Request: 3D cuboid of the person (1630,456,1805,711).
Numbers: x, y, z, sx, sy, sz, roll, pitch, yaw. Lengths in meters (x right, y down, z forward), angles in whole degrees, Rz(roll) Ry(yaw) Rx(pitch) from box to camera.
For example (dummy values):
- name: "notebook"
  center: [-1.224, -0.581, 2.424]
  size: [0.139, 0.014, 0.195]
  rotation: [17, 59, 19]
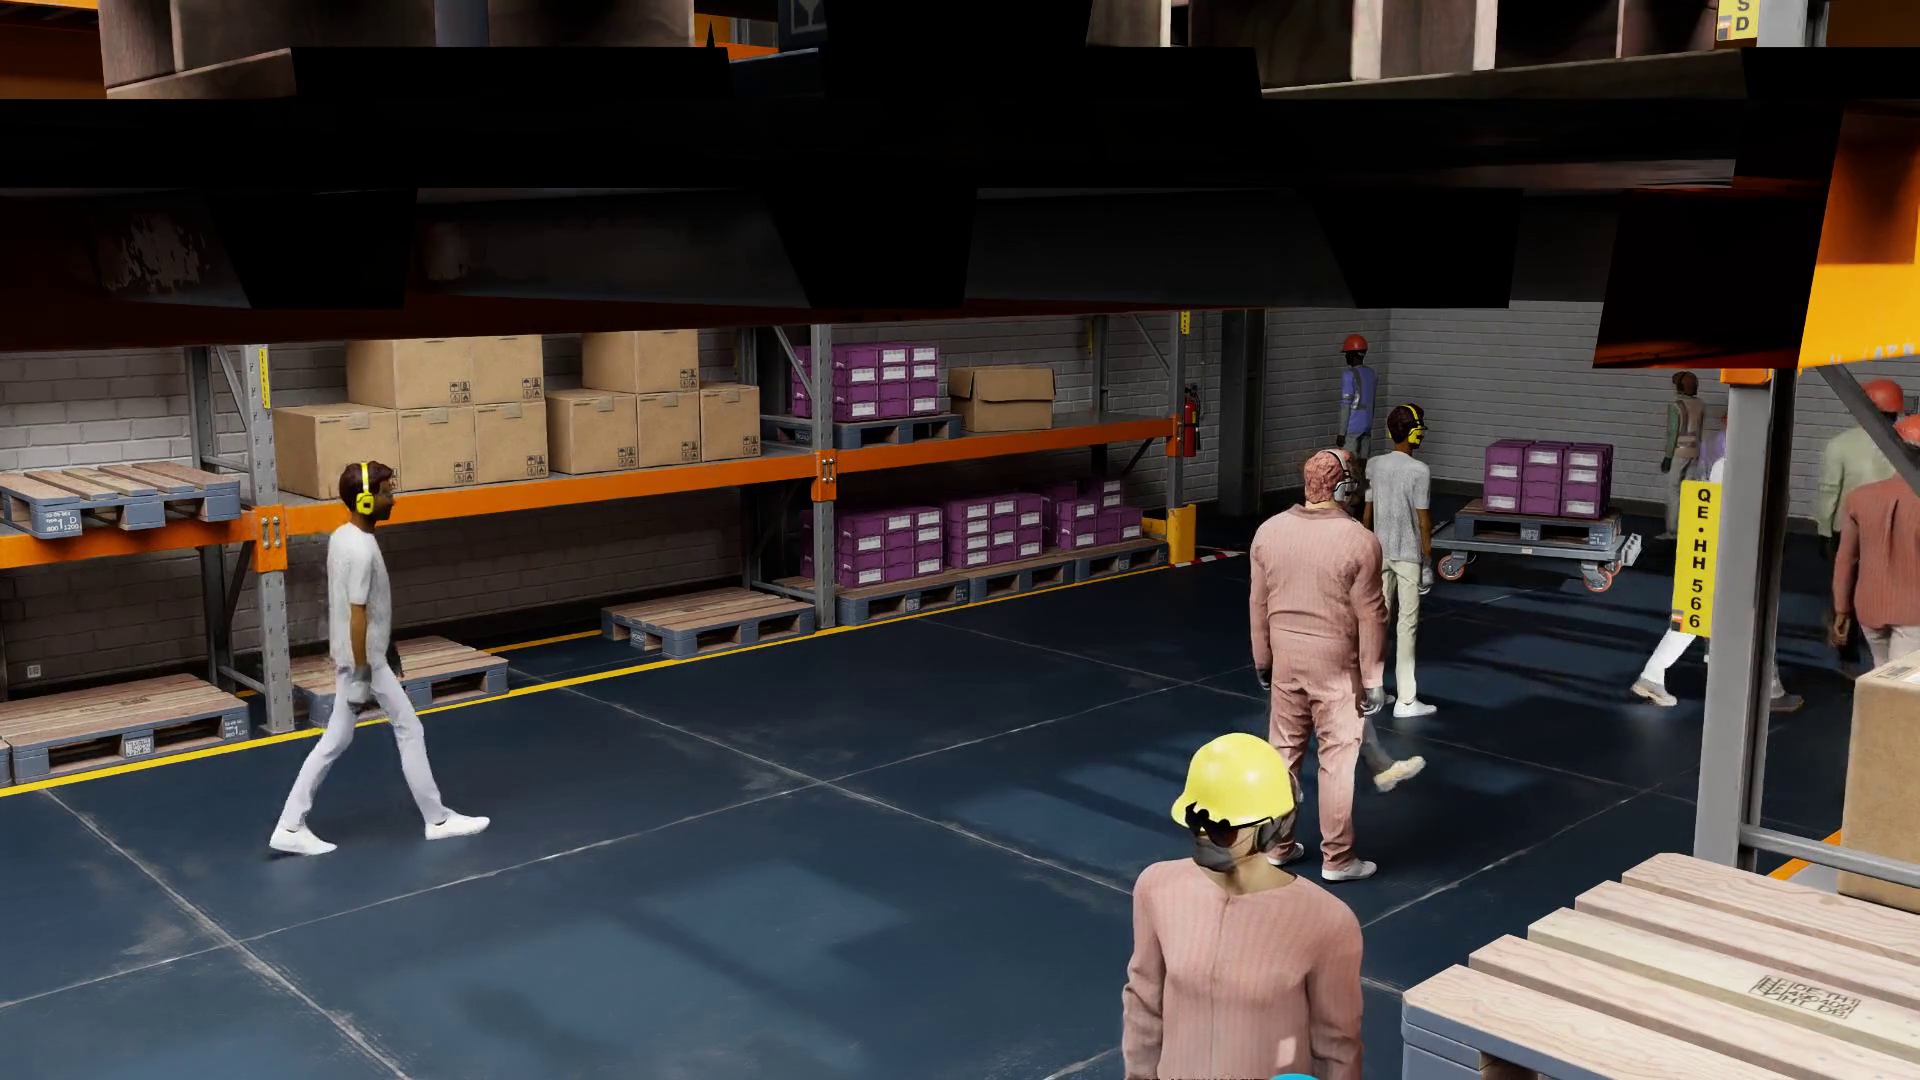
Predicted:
- name: "person"
  center: [4.582, 0.135, 9.979]
  size: [0.998, 1.843, 0.574]
  rotation: [-1, 10, -5]

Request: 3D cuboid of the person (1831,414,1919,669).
- name: "person"
  center: [4.779, 0.350, 8.307]
  size: [0.868, 1.957, 0.618]
  rotation: [-6, 11, -29]

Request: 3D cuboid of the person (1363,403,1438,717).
- name: "person"
  center: [2.634, 0.121, 9.932]
  size: [0.329, 1.872, 0.508]
  rotation: [-7, 12, -35]

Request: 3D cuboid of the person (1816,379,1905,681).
- name: "person"
  center: [5.878, -0.084, 10.849]
  size: [0.646, 1.966, 0.672]
  rotation: [-1, 10, -3]

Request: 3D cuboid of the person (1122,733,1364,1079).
- name: "person"
  center: [0.584, 1.261, 3.564]
  size: [0.528, 1.765, 0.328]
  rotation: [6, 11, 30]

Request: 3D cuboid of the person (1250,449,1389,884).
- name: "person"
  center: [1.594, 0.548, 7.323]
  size: [0.653, 1.906, 0.405]
  rotation: [9, 13, 43]

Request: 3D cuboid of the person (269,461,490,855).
- name: "person"
  center: [-2.742, 0.542, 7.630]
  size: [0.965, 1.831, 0.538]
  rotation: [-6, 12, -33]

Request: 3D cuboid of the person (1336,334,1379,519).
- name: "person"
  center: [4.102, -1.172, 17.334]
  size: [0.540, 1.931, 0.382]
  rotation: [-10, 14, -44]

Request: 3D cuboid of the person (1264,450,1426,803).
- name: "person"
  center: [1.894, 0.450, 8.250]
  size: [0.995, 1.775, 0.501]
  rotation: [-1, 10, -8]

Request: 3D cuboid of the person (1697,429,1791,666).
- name: "person"
  center: [5.190, -0.091, 11.032]
  size: [0.381, 1.917, 0.585]
  rotation: [-9, 13, -44]

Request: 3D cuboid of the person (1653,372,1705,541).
- name: "person"
  center: [6.963, -0.800, 16.032]
  size: [0.574, 1.635, 0.336]
  rotation: [-6, 11, -32]
